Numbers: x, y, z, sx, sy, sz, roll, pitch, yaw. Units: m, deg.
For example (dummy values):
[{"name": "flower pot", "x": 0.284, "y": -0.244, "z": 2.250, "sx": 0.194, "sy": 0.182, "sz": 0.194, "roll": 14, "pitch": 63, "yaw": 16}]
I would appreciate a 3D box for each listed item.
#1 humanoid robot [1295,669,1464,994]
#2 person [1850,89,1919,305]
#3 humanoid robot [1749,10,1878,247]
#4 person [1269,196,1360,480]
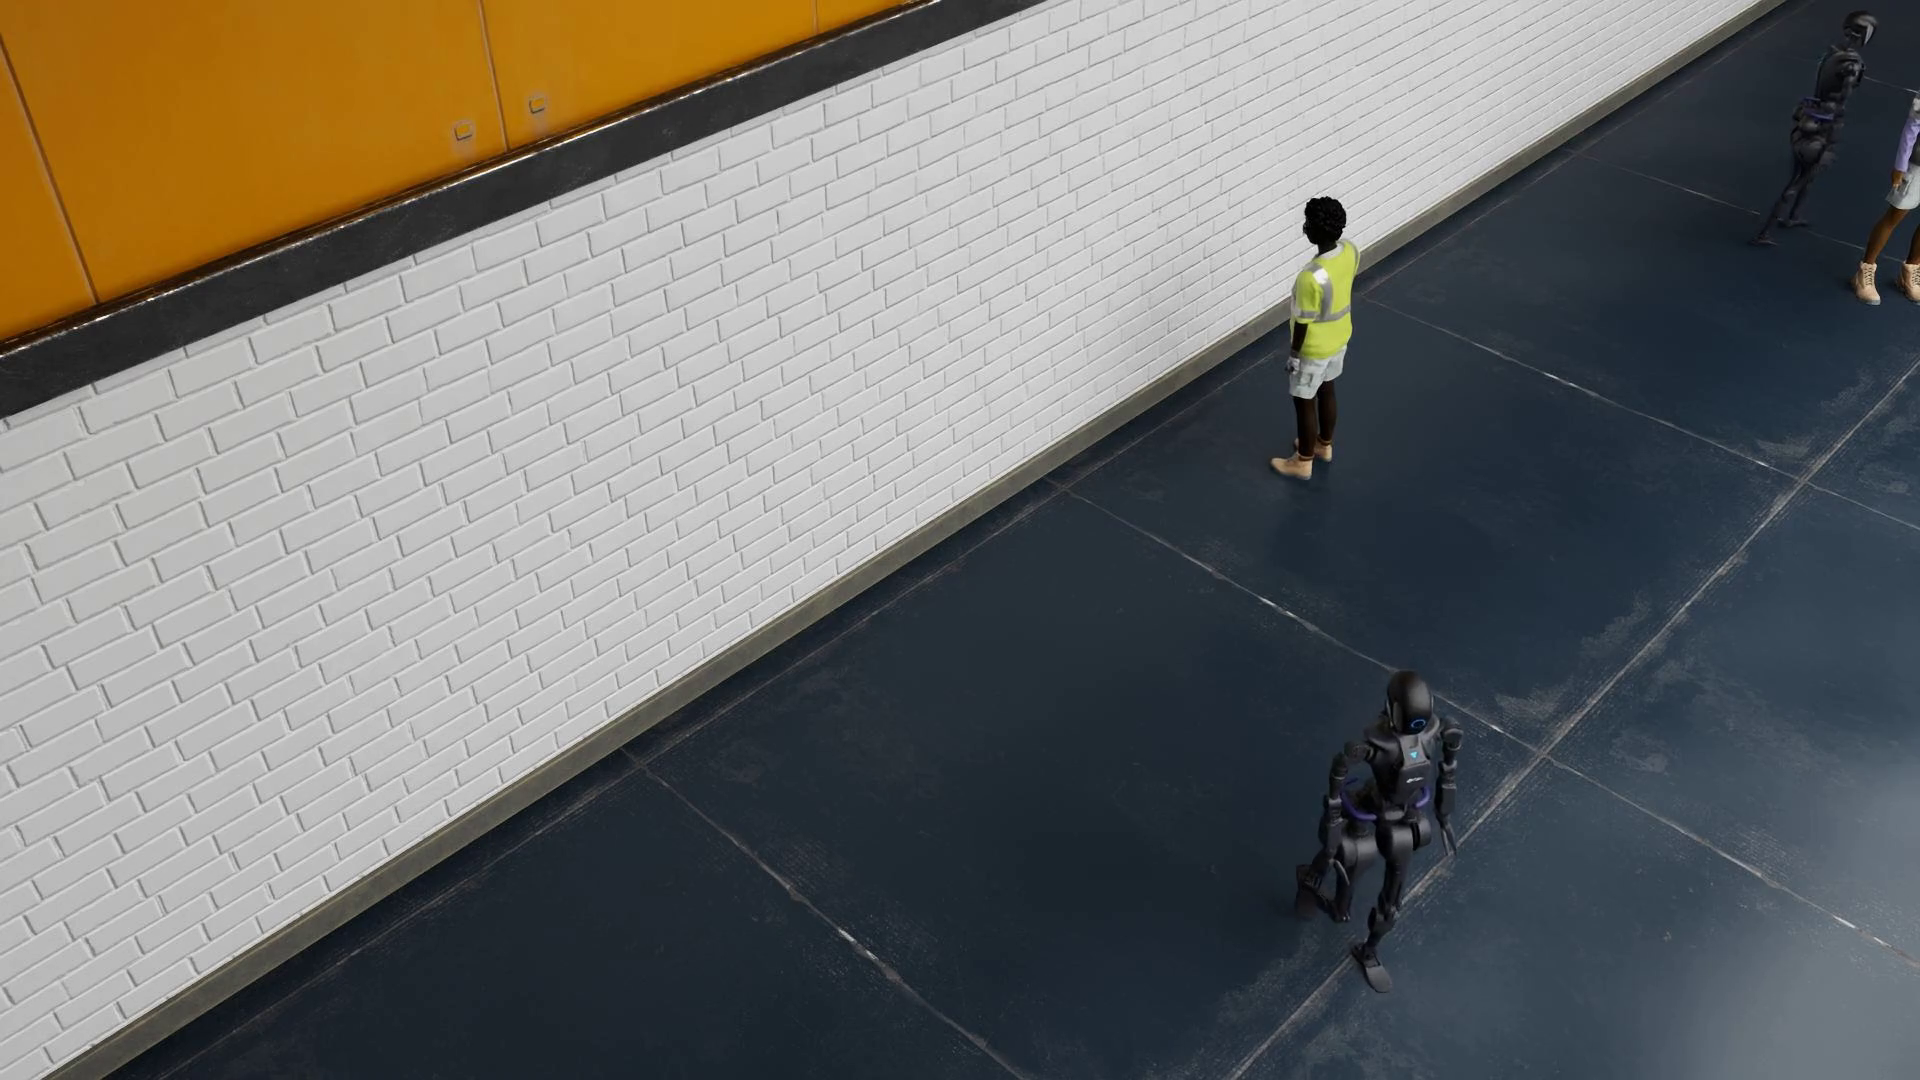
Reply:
[{"name": "humanoid robot", "x": 1.627, "y": 1.061, "z": 6.477, "sx": 0.607, "sy": 1.642, "sz": 0.531, "roll": -10, "pitch": 40, "yaw": -13}, {"name": "person", "x": 6.234, "y": -2.409, "z": 10.525, "sx": 0.602, "sy": 2.034, "sz": 0.414, "roll": 1, "pitch": 39, "yaw": 1}, {"name": "humanoid robot", "x": 5.838, "y": -2.770, "z": 11.261, "sx": 0.565, "sy": 1.636, "sz": 0.604, "roll": 6, "pitch": 39, "yaw": 7}, {"name": "person", "x": 1.960, "y": -1.101, "z": 9.165, "sx": 0.330, "sy": 1.686, "sz": 0.532, "roll": 28, "pitch": 46, "yaw": 30}]
